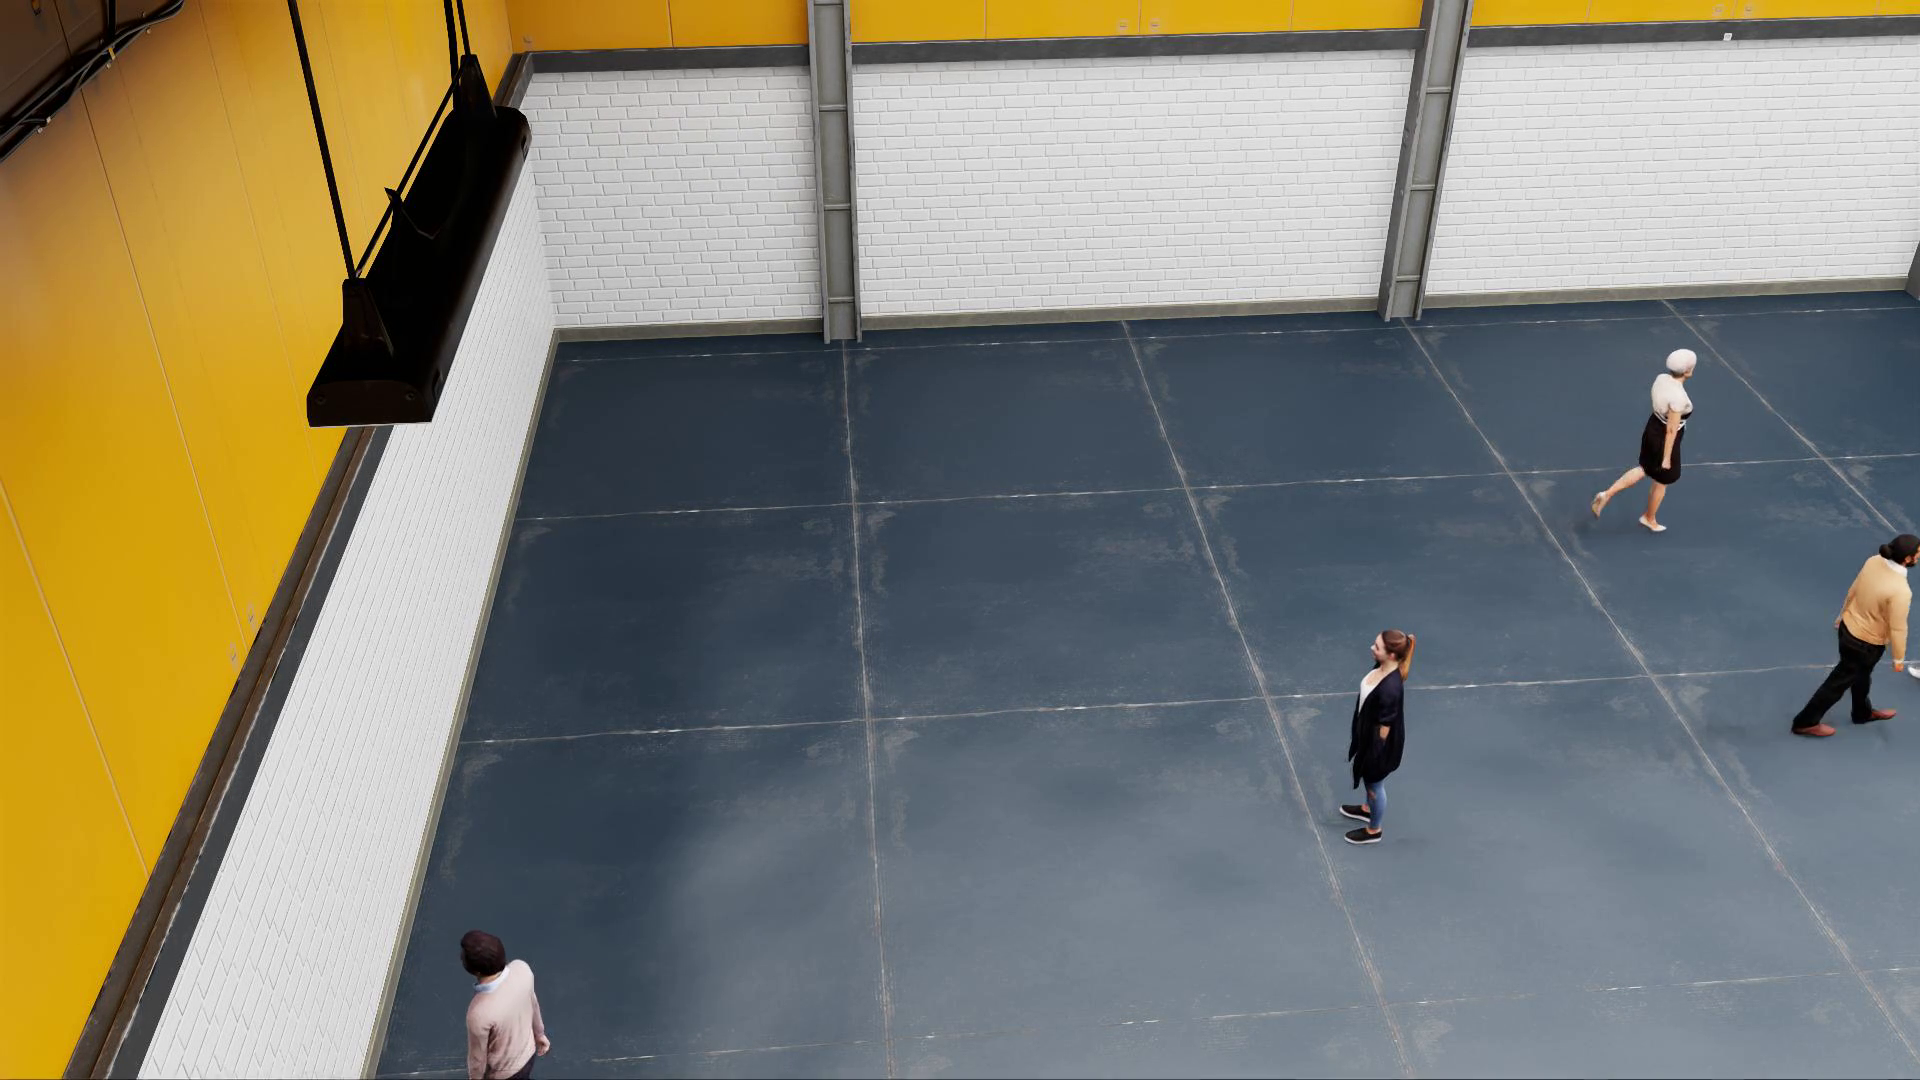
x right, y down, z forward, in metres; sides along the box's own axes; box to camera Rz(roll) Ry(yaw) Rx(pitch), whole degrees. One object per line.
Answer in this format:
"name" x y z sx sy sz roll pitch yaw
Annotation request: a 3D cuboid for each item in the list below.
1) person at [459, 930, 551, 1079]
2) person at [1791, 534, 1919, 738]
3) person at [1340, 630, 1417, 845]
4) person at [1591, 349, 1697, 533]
"person" -2.278 2.734 8.584 1.198 1.774 0.956 12 35 17
"person" 6.259 0.701 11.689 1.056 1.722 0.792 3 34 4
"person" 2.735 1.279 10.856 0.635 1.683 0.680 5 34 7
"person" 5.770 -0.800 13.932 0.928 1.741 0.619 -2 34 -2
